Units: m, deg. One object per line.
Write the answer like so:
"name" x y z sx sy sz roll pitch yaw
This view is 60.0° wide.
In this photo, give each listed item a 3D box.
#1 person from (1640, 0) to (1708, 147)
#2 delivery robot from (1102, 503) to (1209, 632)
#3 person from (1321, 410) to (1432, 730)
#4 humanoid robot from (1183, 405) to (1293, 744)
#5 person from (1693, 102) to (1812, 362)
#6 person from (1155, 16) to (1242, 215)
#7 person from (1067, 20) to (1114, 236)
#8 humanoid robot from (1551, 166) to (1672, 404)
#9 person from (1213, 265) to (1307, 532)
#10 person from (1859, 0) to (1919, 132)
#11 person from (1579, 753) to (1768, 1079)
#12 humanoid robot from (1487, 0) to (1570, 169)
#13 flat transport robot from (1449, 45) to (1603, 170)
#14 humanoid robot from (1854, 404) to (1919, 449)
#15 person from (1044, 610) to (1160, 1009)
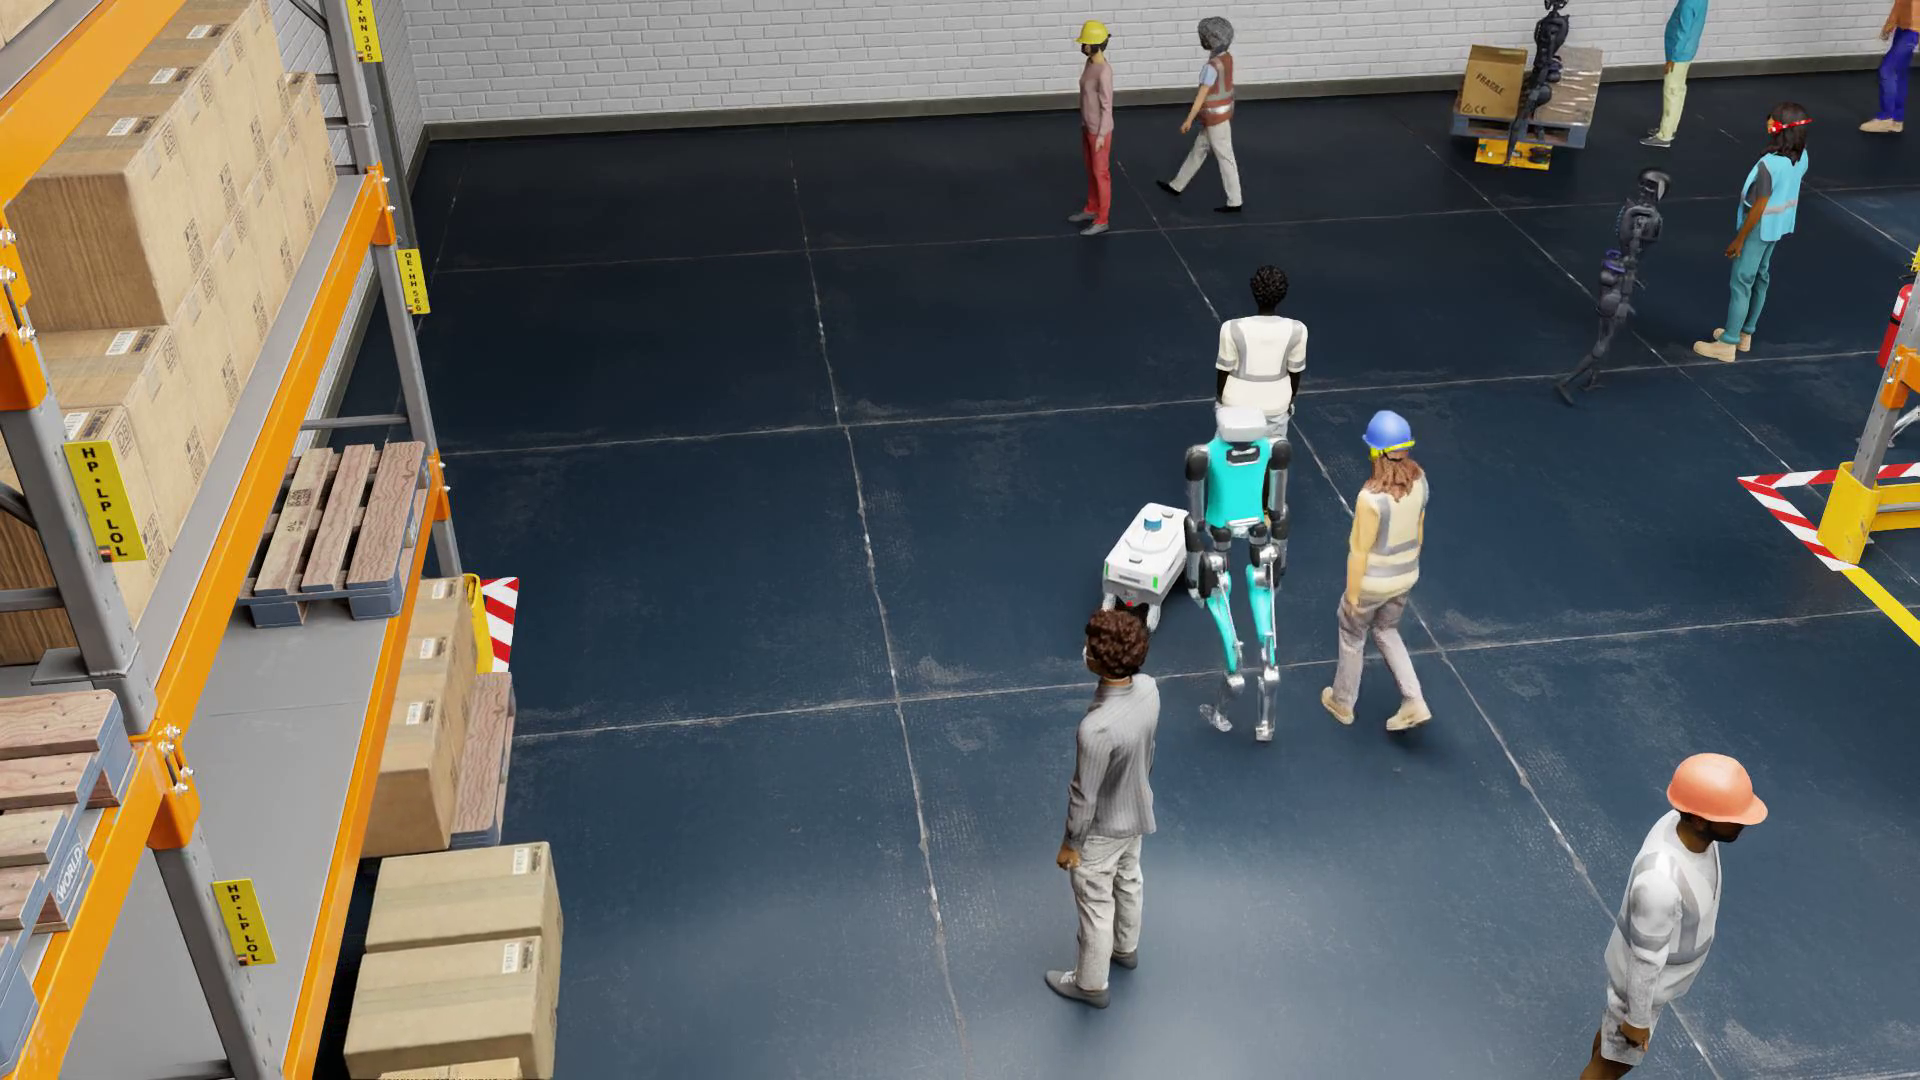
"person" 6.673 -4.553 15.471 0.336 1.748 0.564 21 38 28
"delivery robot" 1.078 0.104 9.414 0.499 0.575 0.759 15 36 21
"person" 2.109 0.212 8.165 0.492 1.744 0.608 -16 36 -22
"humanoid robot" 1.395 0.272 8.094 0.539 1.788 0.784 -6 34 -9
"person" 5.615 -2.151 11.689 0.518 1.866 0.392 -25 40 -32
"person" 2.072 -3.591 14.081 0.872 1.635 0.467 14 36 20
"person" 1.094 -3.378 13.661 0.327 1.765 0.524 -6 34 -10
"humanoid robot" 4.393 -1.727 11.216 0.465 1.648 0.604 13 35 19
"person" 1.744 -0.808 9.790 0.528 1.688 0.322 -2 33 -3
"person" 8.896 -4.828 15.711 0.615 1.953 0.528 1 33 1
"person" 2.499 1.538 5.966 0.348 1.942 0.544 20 38 27
"humanoid robot" 5.165 -4.144 14.924 0.594 1.638 0.591 7 34 11
"flat transport robot" 5.279 -3.847 15.748 0.659 0.231 1.431 11 35 16
"humanoid robot" 6.460 -1.295 10.544 1.027 1.770 0.534 4 33 6
"person" 0.614 1.102 6.683 0.396 1.892 0.544 21 39 29
